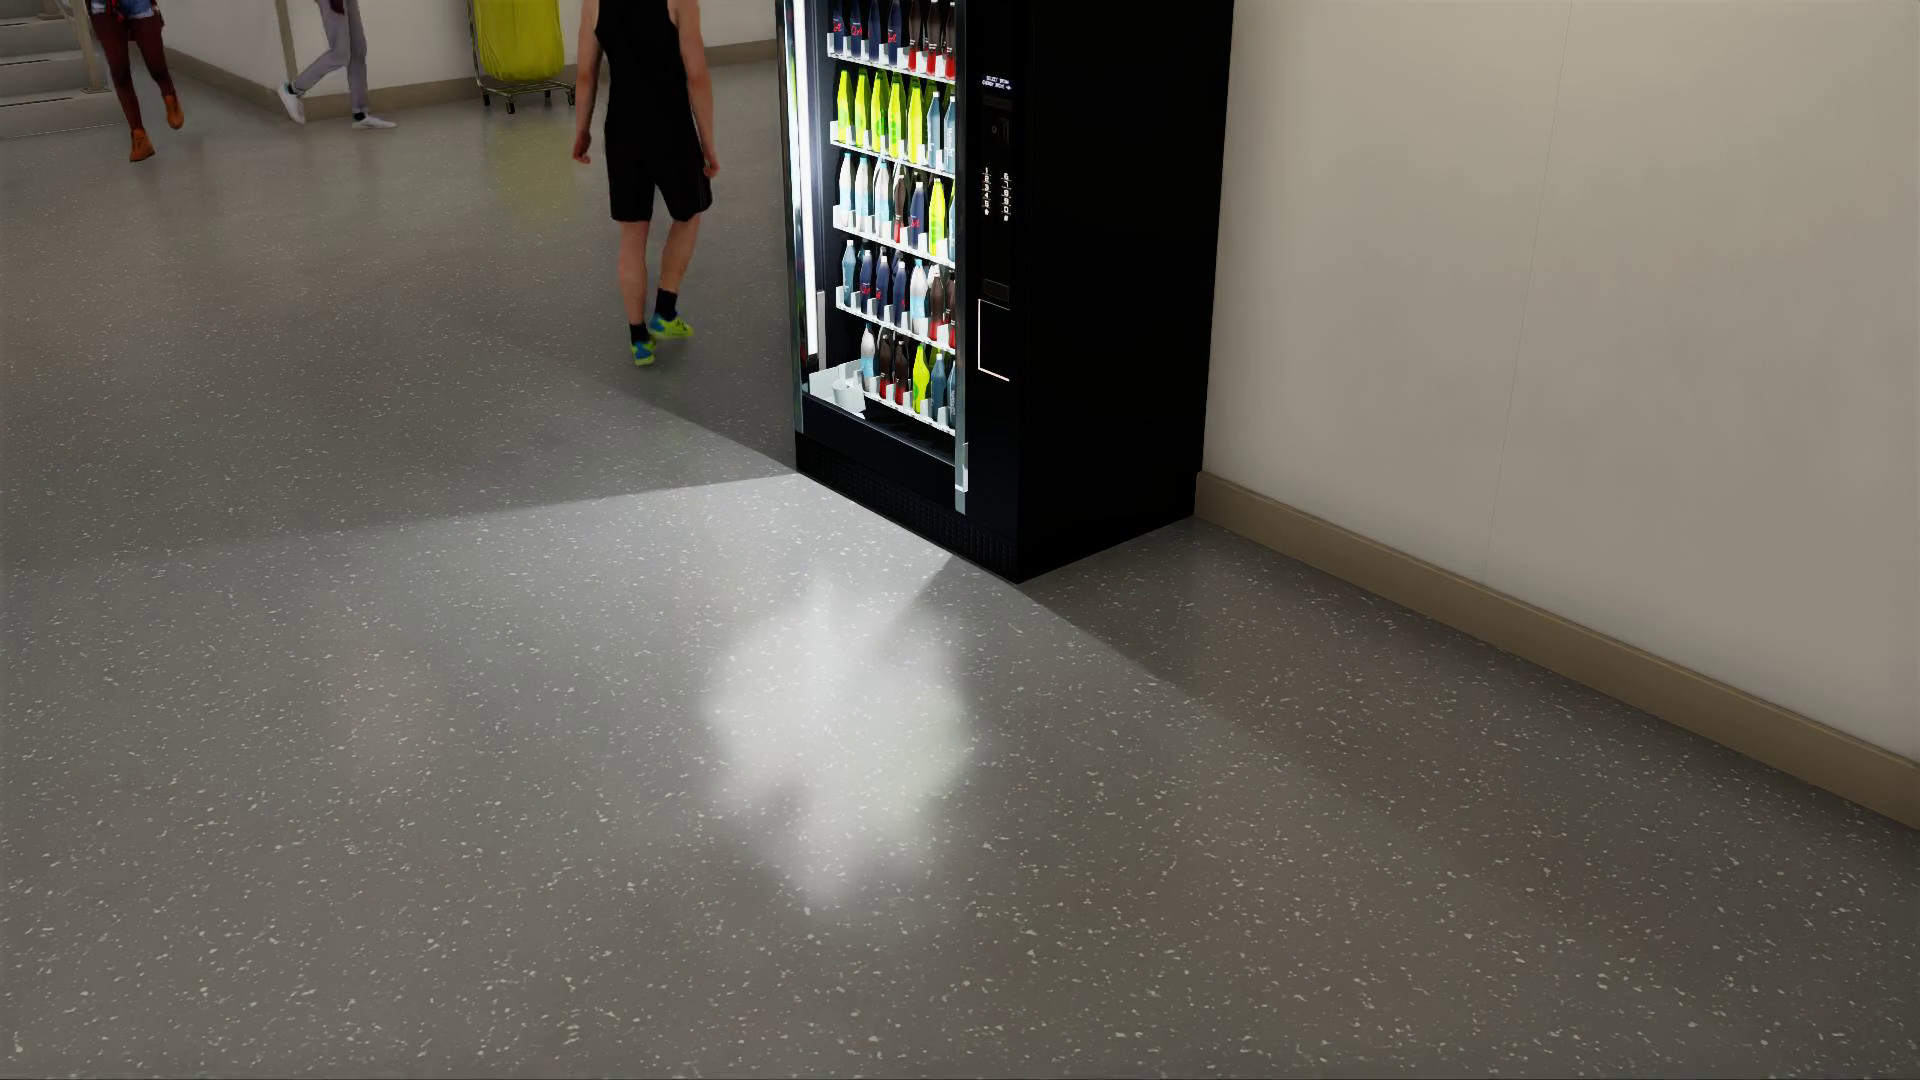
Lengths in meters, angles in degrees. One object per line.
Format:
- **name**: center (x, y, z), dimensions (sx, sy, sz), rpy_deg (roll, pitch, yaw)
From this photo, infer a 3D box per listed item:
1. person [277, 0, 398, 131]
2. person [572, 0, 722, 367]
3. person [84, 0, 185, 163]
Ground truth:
- **person**: center (-4.199, -3.590, 10.918), dimensions (1.063, 1.813, 1.046), rpy_deg (-2, 26, -4)
- **person**: center (-1.266, -1.611, 6.749), dimensions (0.911, 1.869, 0.985), rpy_deg (1, 26, 3)
- **person**: center (-5.160, -3.250, 10.333), dimensions (0.851, 1.707, 1.016), rpy_deg (-5, 26, -11)
